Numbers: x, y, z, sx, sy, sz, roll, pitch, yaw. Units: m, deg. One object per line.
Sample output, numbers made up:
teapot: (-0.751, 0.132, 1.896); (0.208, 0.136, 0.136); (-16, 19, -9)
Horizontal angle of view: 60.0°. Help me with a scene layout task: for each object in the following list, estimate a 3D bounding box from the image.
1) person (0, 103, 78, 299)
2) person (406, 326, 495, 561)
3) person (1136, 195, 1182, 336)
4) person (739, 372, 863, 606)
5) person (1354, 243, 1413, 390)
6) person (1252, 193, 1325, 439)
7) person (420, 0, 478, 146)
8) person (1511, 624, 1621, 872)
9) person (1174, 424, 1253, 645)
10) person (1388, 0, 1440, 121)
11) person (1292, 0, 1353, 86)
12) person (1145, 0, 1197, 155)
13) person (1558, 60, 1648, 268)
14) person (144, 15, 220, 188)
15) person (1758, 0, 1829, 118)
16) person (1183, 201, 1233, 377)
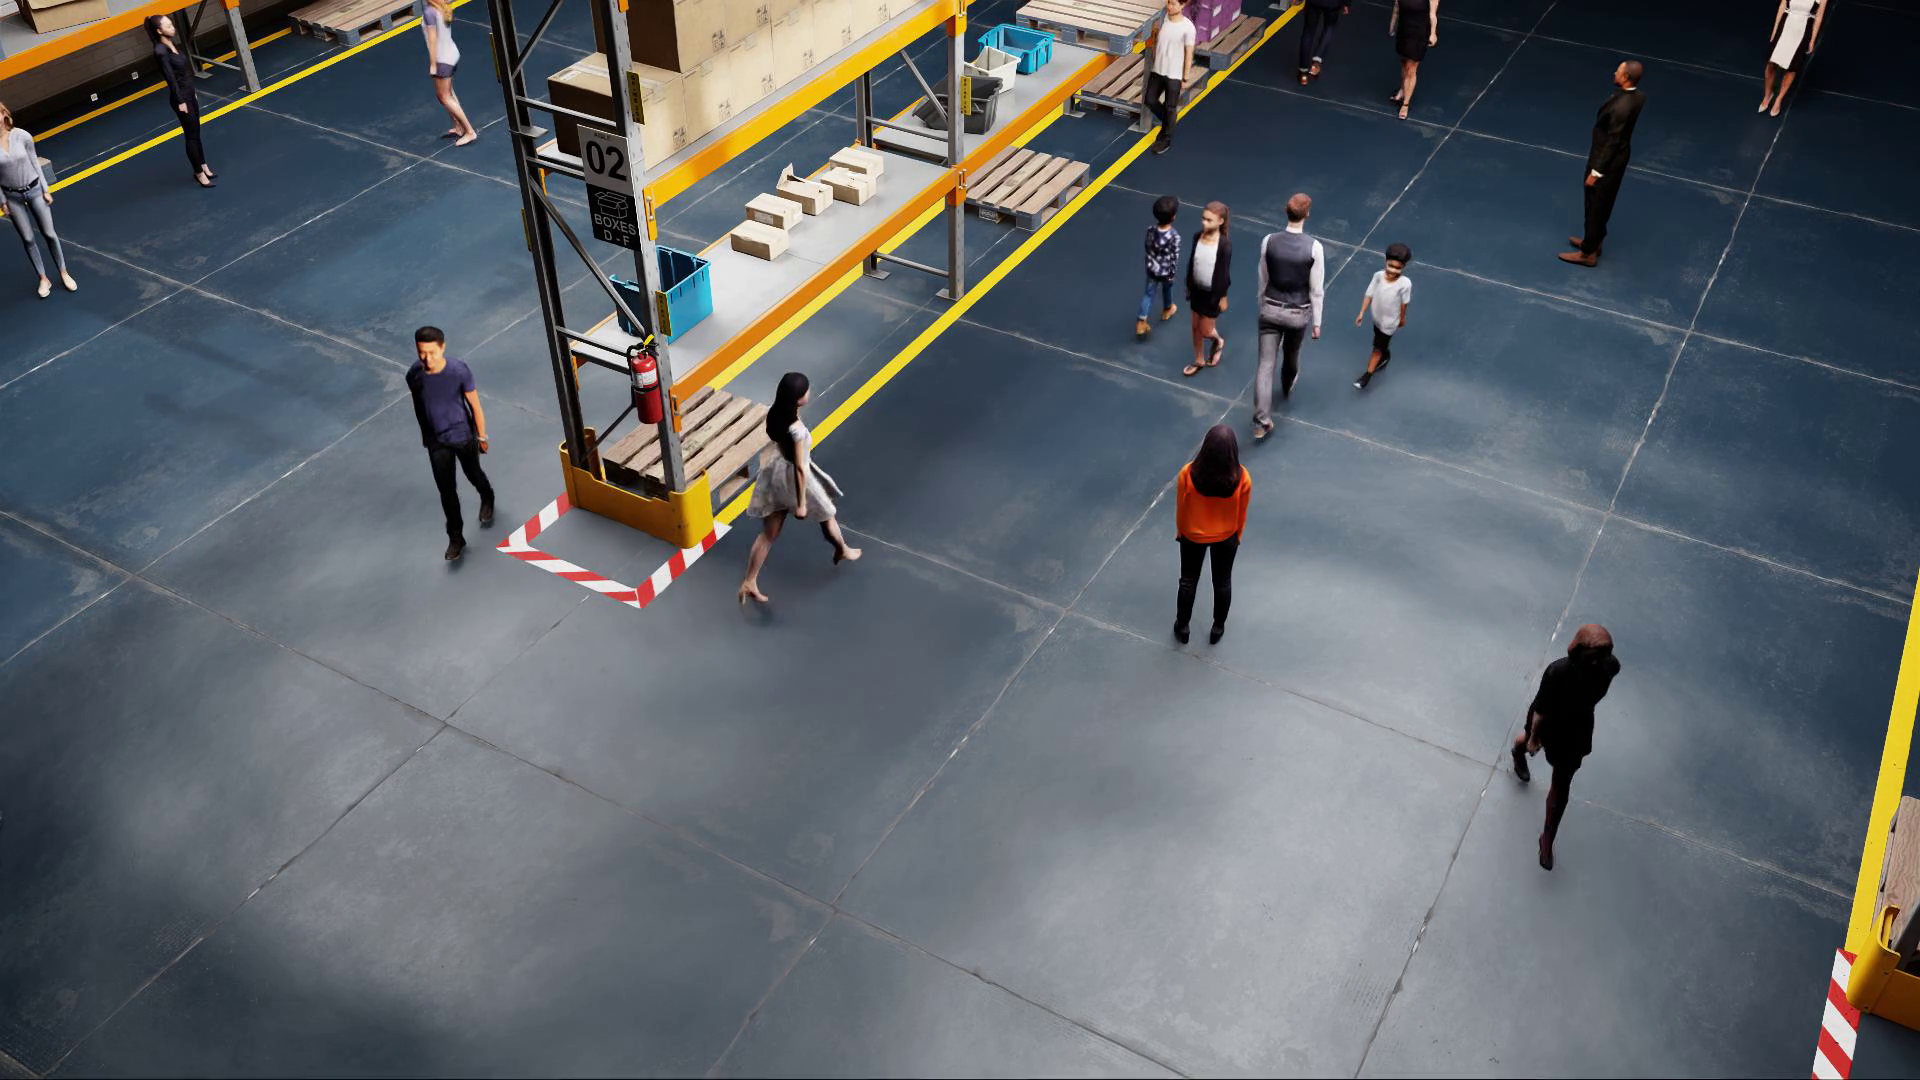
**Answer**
person: (-8.163, -2.993, 14.502); (0.617, 1.796, 0.728); (-20, 43, -23)
person: (-3.558, -0.781, 11.756); (0.935, 1.768, 1.100); (1, 39, 1)
person: (1.670, -2.300, 14.095); (0.499, 1.222, 0.850); (21, 43, 24)
person: (-1.217, -0.286, 11.187); (1.308, 1.703, 0.985); (-23, 44, -26)
person: (3.495, -1.871, 13.563); (0.599, 1.216, 0.934); (28, 46, 30)
person: (2.459, -1.667, 12.778); (0.865, 1.876, 1.317); (14, 41, 17)
person: (-5.222, -4.888, 16.962); (0.823, 1.687, 0.702); (-8, 39, -10)
person: (3.445, 1.014, 9.624); (0.980, 1.623, 1.216); (-3, 39, -4)
person: (1.626, -0.027, 10.827); (0.698, 1.749, 0.693); (3, 39, 4)
person: (4.777, -5.329, 17.513); (0.882, 1.690, 0.841); (-21, 43, -25)
person: (3.941, -5.819, 18.042); (0.895, 1.795, 0.795); (8, 39, 10)
person: (2.156, -4.768, 16.791); (0.717, 1.714, 0.723); (29, 47, 31)
person: (5.810, -3.380, 14.902); (0.788, 1.904, 0.591); (26, 45, 29)
person: (-7.553, -4.277, 16.178); (0.700, 1.712, 0.622); (-6, 39, -8)
person: (8.781, -5.308, 17.446); (0.648, 1.741, 0.697); (23, 44, 26)
person: (2.059, -2.066, 13.542); (0.605, 1.547, 0.678); (28, 46, 31)
